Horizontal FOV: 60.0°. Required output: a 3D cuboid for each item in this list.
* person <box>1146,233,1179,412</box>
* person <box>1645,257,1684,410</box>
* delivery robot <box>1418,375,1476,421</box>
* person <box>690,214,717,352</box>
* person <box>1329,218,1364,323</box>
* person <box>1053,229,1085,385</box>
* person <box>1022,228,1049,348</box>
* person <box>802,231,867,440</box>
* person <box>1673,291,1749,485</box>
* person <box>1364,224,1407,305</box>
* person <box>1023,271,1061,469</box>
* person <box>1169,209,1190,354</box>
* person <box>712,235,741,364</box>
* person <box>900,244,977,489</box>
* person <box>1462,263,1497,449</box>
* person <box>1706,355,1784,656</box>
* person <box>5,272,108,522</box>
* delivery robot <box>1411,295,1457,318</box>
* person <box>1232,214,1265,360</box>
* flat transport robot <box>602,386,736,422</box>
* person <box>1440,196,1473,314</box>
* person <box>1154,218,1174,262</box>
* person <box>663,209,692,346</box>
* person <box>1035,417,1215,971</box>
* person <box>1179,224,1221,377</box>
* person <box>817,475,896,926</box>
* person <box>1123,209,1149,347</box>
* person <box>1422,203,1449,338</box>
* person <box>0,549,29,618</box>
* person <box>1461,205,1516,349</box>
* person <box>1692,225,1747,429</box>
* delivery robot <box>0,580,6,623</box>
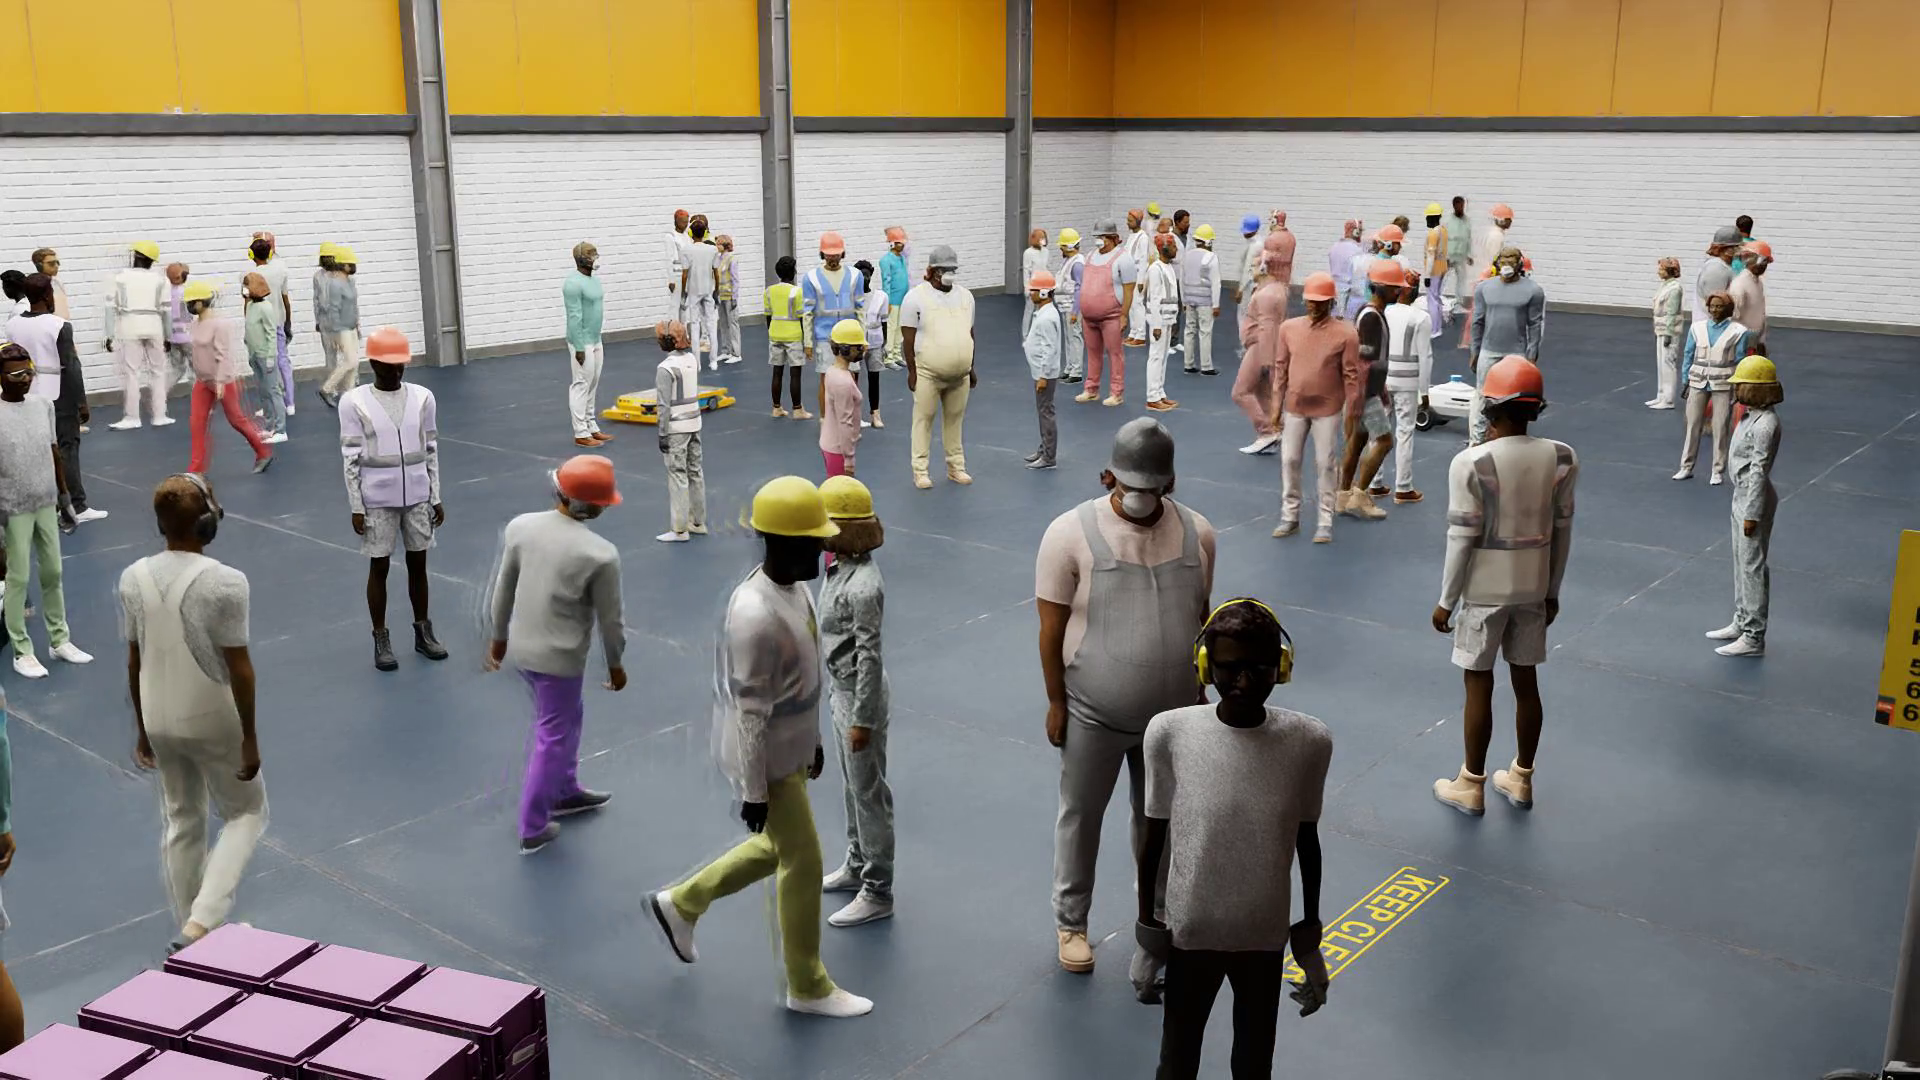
[{"bbox_3d":[2.170,-2.326,17.794,0.349,1.879,0.584,5,15,20],"label":"person"},{"bbox_3d":[7.591,-2.219,17.881,0.320,1.628,0.509,2,14,9],"label":"person"},{"bbox_3d":[4.936,-1.399,16.586,0.707,0.478,0.477,11,18,37],"label":"delivery robot"},{"bbox_3d":[-3.465,-3.459,22.416,0.429,1.837,0.621,-5,15,-18],"label":"person"},{"bbox_3d":[4.740,-2.960,20.304,0.395,1.900,0.647,-4,15,-16],"label":"person"},{"bbox_3d":[1.299,-2.741,19.570,0.403,1.822,0.588,-2,14,-7],"label":"person"},{"bbox_3d":[1.044,-3.443,22.759,0.268,1.630,0.508,12,18,40],"label":"person"},{"bbox_3d":[-1.200,-1.950,16.002,0.612,2.029,0.409,-4,15,-17],"label":"person"},{"bbox_3d":[6.401,-1.296,14.164,0.515,1.641,0.308,12,19,40],"label":"person"},{"bbox_3d":[4.475,-2.334,17.614,0.407,1.987,0.615,3,14,12],"label":"person"},{"bbox_3d":[0.728,-1.514,14.806,0.330,1.751,0.565,0,14,-1],"label":"person"},{"bbox_3d":[2.878,-3.461,22.292,0.392,1.908,0.582,11,18,37],"label":"person"},{"bbox_3d":[-2.994,-3.089,21.331,0.308,1.639,0.523,-10,17,-34],"label":"person"},{"bbox_3d":[-0.131,-1.459,14.002,0.678,2.000,0.537,-7,16,-27],"label":"person"},{"bbox_3d":[4.942,-1.709,15.583,0.330,1.751,0.565,2,14,9],"label":"person"},{"bbox_3d":[4.535,-0.200,9.602,0.342,1.735,0.484,4,15,15],"label":"person"},{"bbox_3d":[-6.948,-1.075,12.713,0.594,1.921,0.388,4,14,14],"label":"person"},{"bbox_3d":[7.163,-3.568,25.253,0.707,0.478,0.477,7,16,26],"label":"delivery robot"},{"bbox_3d":[3.768,-3.289,21.645,0.415,1.890,0.650,3,14,13],"label":"person"},{"bbox_3d":[-3.068,-1.467,17.625,0.652,0.197,1.431,8,16,28],"label":"flat transport robot"},{"bbox_3d":[7.913,-4.572,26.756,0.869,1.891,0.444,-4,14,-14],"label":"person"},{"bbox_3d":[3.093,-4.056,25.206,0.279,1.634,0.499,8,16,30],"label":"person"},{"bbox_3d":[-3.829,-3.582,22.800,0.360,1.886,0.575,6,15,21],"label":"person"},{"bbox_3d":[0.628,0.551,5.971,0.672,2.000,0.535,-4,15,-15],"label":"person"},{"bbox_3d":[2.928,-2.895,20.162,0.404,1.835,0.589,-11,18,-38],"label":"person"},{"bbox_3d":[-0.422,0.609,6.344,0.308,1.744,0.485,-3,14,-13],"label":"person"},{"bbox_3d":[2.428,-3.611,22.942,0.347,1.878,0.586,-3,14,-10],"label":"person"},{"bbox_3d":[6.764,-3.847,23.805,0.390,1.921,0.588,8,16,30],"label":"person"},{"bbox_3d":[-5.935,-0.323,9.764,0.766,1.894,0.965,4,15,17],"label":"person"},{"bbox_3d":[7.323,-3.535,22.487,1.005,1.939,0.649,3,14,10],"label":"person"},{"bbox_3d":[7.630,-2.131,16.690,0.537,2.000,0.689,5,15,19],"label":"person"},{"bbox_3d":[-5.843,0.384,9.461,0.707,0.478,0.477,-4,15,-16],"label":"delivery robot"}]
